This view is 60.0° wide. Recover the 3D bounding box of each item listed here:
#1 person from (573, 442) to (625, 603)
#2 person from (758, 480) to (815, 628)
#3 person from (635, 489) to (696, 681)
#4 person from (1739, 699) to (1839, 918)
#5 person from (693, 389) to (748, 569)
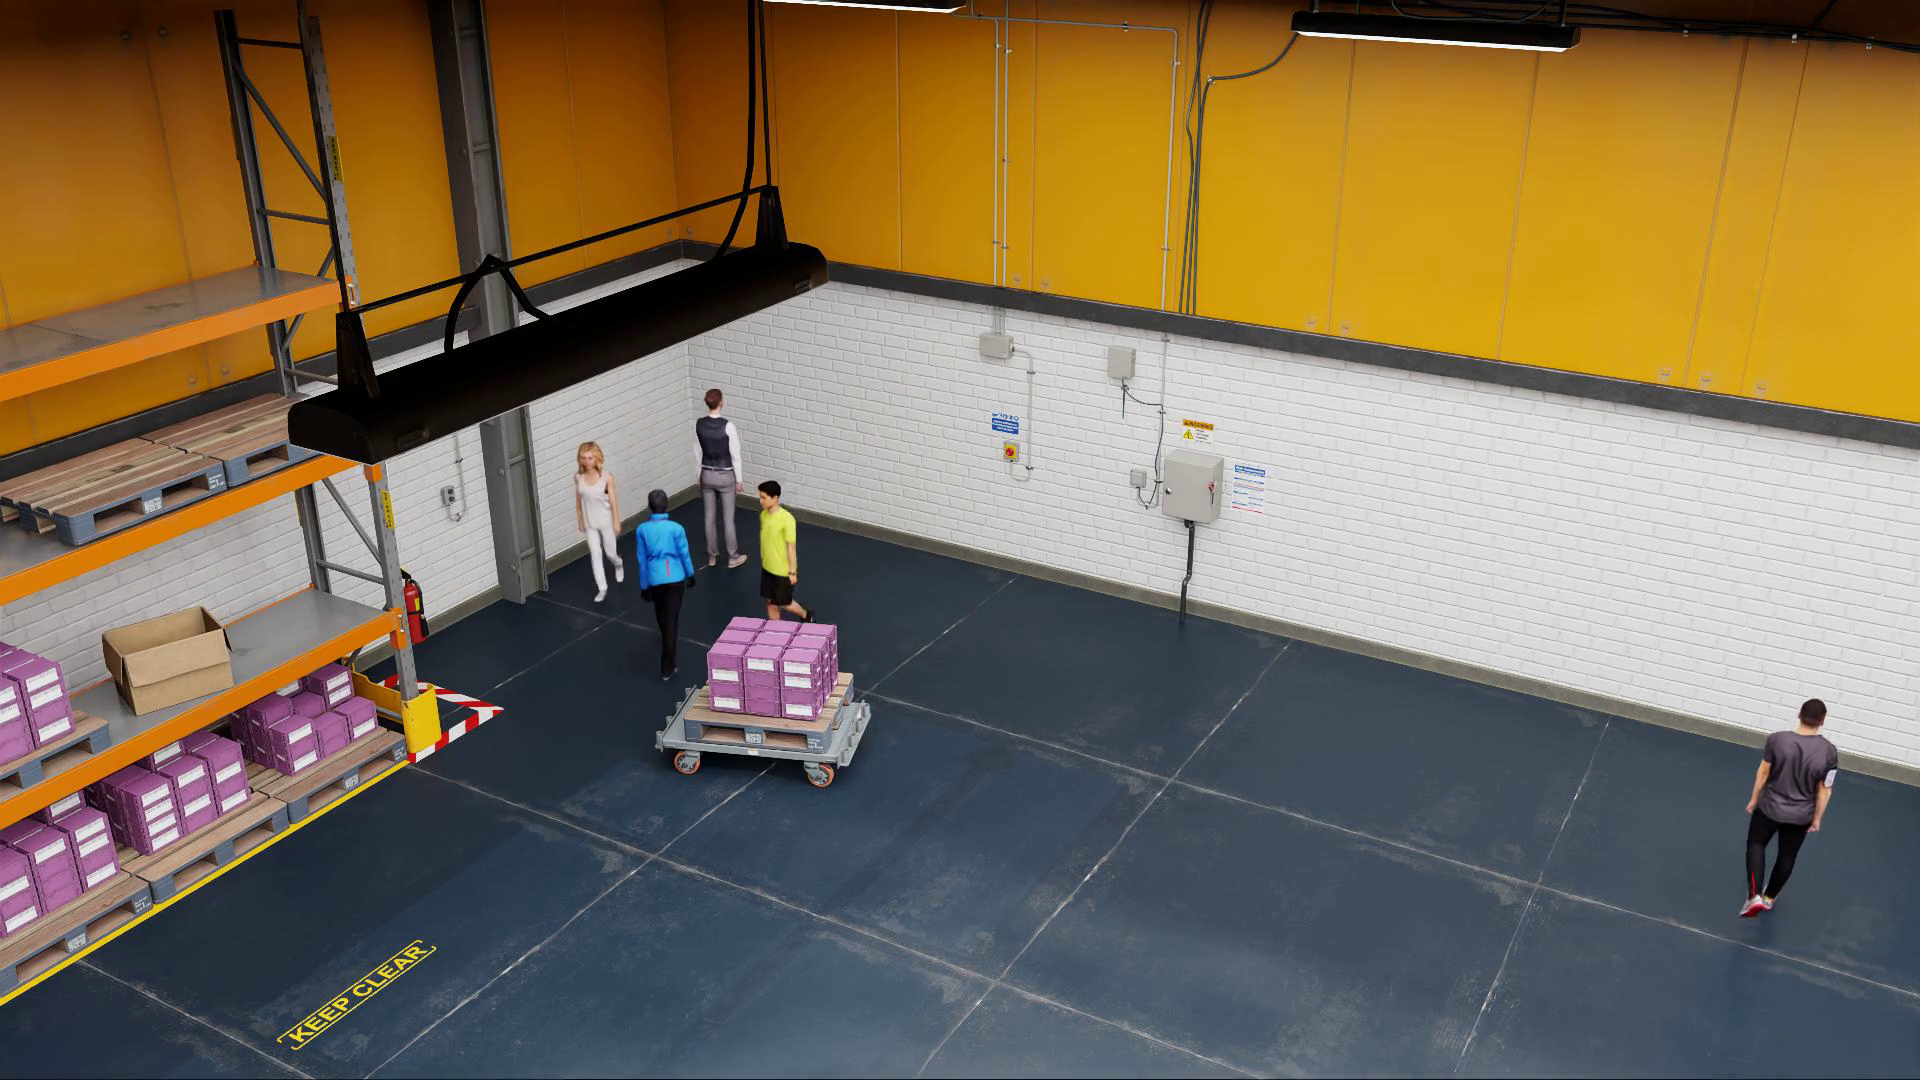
[{"bbox_3d":[-3.603,-0.224,16.754,0.771,1.663,0.906,4,24,9],"label":"person"},{"bbox_3d":[-1.657,0.219,15.703,0.731,1.692,0.859,21,31,39],"label":"person"},{"bbox_3d":[-2.706,0.434,15.133,0.904,1.754,1.201,3,24,7],"label":"person"},{"bbox_3d":[5.798,1.933,11.708,0.691,1.752,0.932,11,26,23],"label":"person"},{"bbox_3d":[-2.534,-0.659,17.402,0.711,1.939,0.634,7,25,16],"label":"person"}]
